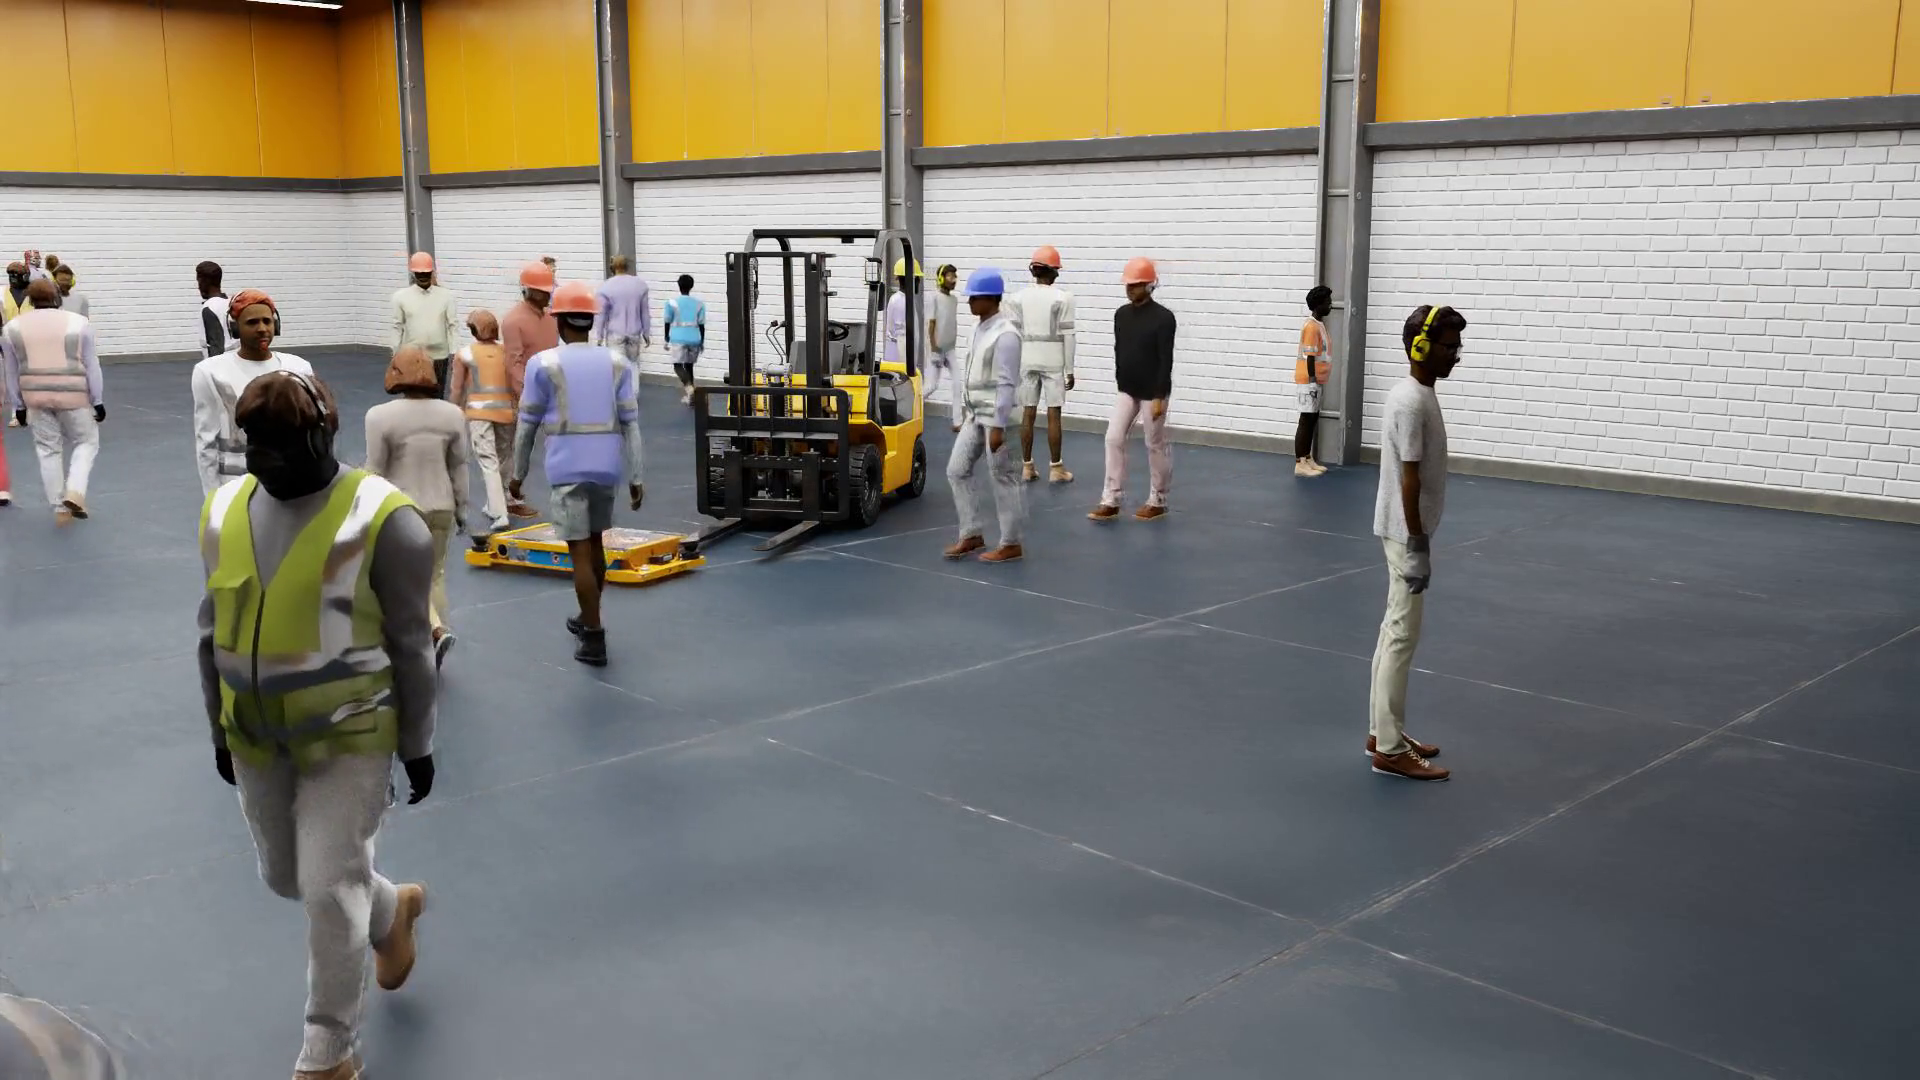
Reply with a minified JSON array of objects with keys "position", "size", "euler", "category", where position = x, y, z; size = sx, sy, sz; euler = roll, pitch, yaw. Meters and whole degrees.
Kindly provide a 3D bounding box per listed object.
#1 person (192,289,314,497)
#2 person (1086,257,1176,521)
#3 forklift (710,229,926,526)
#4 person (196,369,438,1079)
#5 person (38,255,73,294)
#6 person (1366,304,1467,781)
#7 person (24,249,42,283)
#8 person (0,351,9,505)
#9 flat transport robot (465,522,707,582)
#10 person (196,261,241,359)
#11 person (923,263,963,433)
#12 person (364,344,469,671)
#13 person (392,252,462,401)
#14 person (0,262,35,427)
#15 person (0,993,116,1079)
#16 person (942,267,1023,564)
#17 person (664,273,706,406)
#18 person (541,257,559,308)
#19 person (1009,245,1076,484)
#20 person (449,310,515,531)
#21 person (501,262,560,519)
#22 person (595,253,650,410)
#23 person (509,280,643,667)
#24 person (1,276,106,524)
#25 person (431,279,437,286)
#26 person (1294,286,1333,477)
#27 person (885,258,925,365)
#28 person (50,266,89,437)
[{"position":[-3.261,-0.223,7.791],"size":[0.362,1.883,0.575],"euler":[10,14,42],"category":"person"},{"position":[1.254,-1.080,12.239],"size":[0.852,1.959,0.634],"euler":[-9,14,-41],"category":"person"},{"position":[-1.050,-1.319,12.920],"size":[1.214,2.155,2.313],"euler":[2,11,13],"category":"forklift"},{"position":[-1.600,0.466,4.232],"size":[0.633,1.820,0.795],"euler":[3,11,14],"category":"person"},{"position":[-13.727,-3.401,25.307],"size":[0.549,1.835,0.560],"euler":[-2,11,-13],"category":"person"},{"position":[1.807,0.006,6.599],"size":[0.326,1.865,0.518],"euler":[2,11,11],"category":"person"},{"position":[-14.541,-3.610,26.196],"size":[0.650,1.906,0.401],"euler":[9,13,39],"category":"person"},{"position":[-7.861,-1.136,13.227],"size":[0.925,1.715,0.545],"euler":[9,14,40],"category":"person"},{"position":[-2.396,0.062,10.629],"size":[1.431,0.197,0.652],"euler":[6,12,27],"category":"flat transport robot"},{"position":[-6.257,-1.405,14.148],"size":[0.394,1.916,0.590],"euler":[-2,11,-9],"category":"person"},{"position":[-0.235,-2.056,17.943],"size":[0.833,1.834,0.522],"euler":[9,14,41],"category":"person"},{"position":[-2.576,-0.127,7.982],"size":[0.517,1.616,0.511],"euler":[-9,14,-41],"category":"person"},{"position":[-5.124,-1.788,16.081],"size":[0.631,1.968,0.710],"euler":[-6,12,-28],"category":"person"},{"position":[-10.419,-2.176,18.566],"size":[0.625,1.839,0.430],"euler":[-3,11,-14],"category":"person"},{"position":[-0.903,1.006,1.372],"size":[0.965,1.765,0.633],"euler":[2,11,13],"category":"person"},{"position":[0.125,-0.785,10.724],"size":[0.662,1.923,0.642],"euler":[-4,11,-23],"category":"person"},{"position":[-3.392,-2.480,20.682],"size":[0.526,1.666,0.736],"euler":[-6,12,-29],"category":"person"},{"position":[-5.794,-3.033,23.287],"size":[0.471,1.821,0.634],"euler":[3,11,15],"category":"person"},{"position":[0.719,-1.501,14.323],"size":[0.609,2.044,0.397],"euler":[5,12,26],"category":"person"},{"position":[-3.450,-0.878,12.169],"size":[0.529,1.590,0.885],"euler":[-7,13,-35],"category":"person"},{"position":[-3.100,-1.081,12.324],"size":[0.908,1.930,0.689],"euler":[4,11,22],"category":"person"},{"position":[-4.016,-2.442,19.773],"size":[0.649,1.921,0.443],"euler":[-6,12,-31],"category":"person"},{"position":[-1.964,-0.352,8.453],"size":[0.565,1.898,0.883],"euler":[-8,13,-37],"category":"person"},{"position":[-6.654,-1.017,12.260],"size":[0.652,1.830,0.438],"euler":[-3,11,-14],"category":"person"},{"position":[-7.475,-2.965,23.479],"size":[0.368,1.622,0.507],"euler":[8,13,37],"category":"person"},{"position":[3.138,-1.407,14.774],"size":[0.320,1.694,0.531],"euler":[4,11,21],"category":"person"},{"position":[-0.518,-1.693,15.683],"size":[0.383,1.928,0.588],"euler":[0,10,-2],"category":"person"},{"position":[-9.364,-1.945,17.392],"size":[0.532,1.803,1.006],"euler":[-4,11,-23],"category":"person"}]
